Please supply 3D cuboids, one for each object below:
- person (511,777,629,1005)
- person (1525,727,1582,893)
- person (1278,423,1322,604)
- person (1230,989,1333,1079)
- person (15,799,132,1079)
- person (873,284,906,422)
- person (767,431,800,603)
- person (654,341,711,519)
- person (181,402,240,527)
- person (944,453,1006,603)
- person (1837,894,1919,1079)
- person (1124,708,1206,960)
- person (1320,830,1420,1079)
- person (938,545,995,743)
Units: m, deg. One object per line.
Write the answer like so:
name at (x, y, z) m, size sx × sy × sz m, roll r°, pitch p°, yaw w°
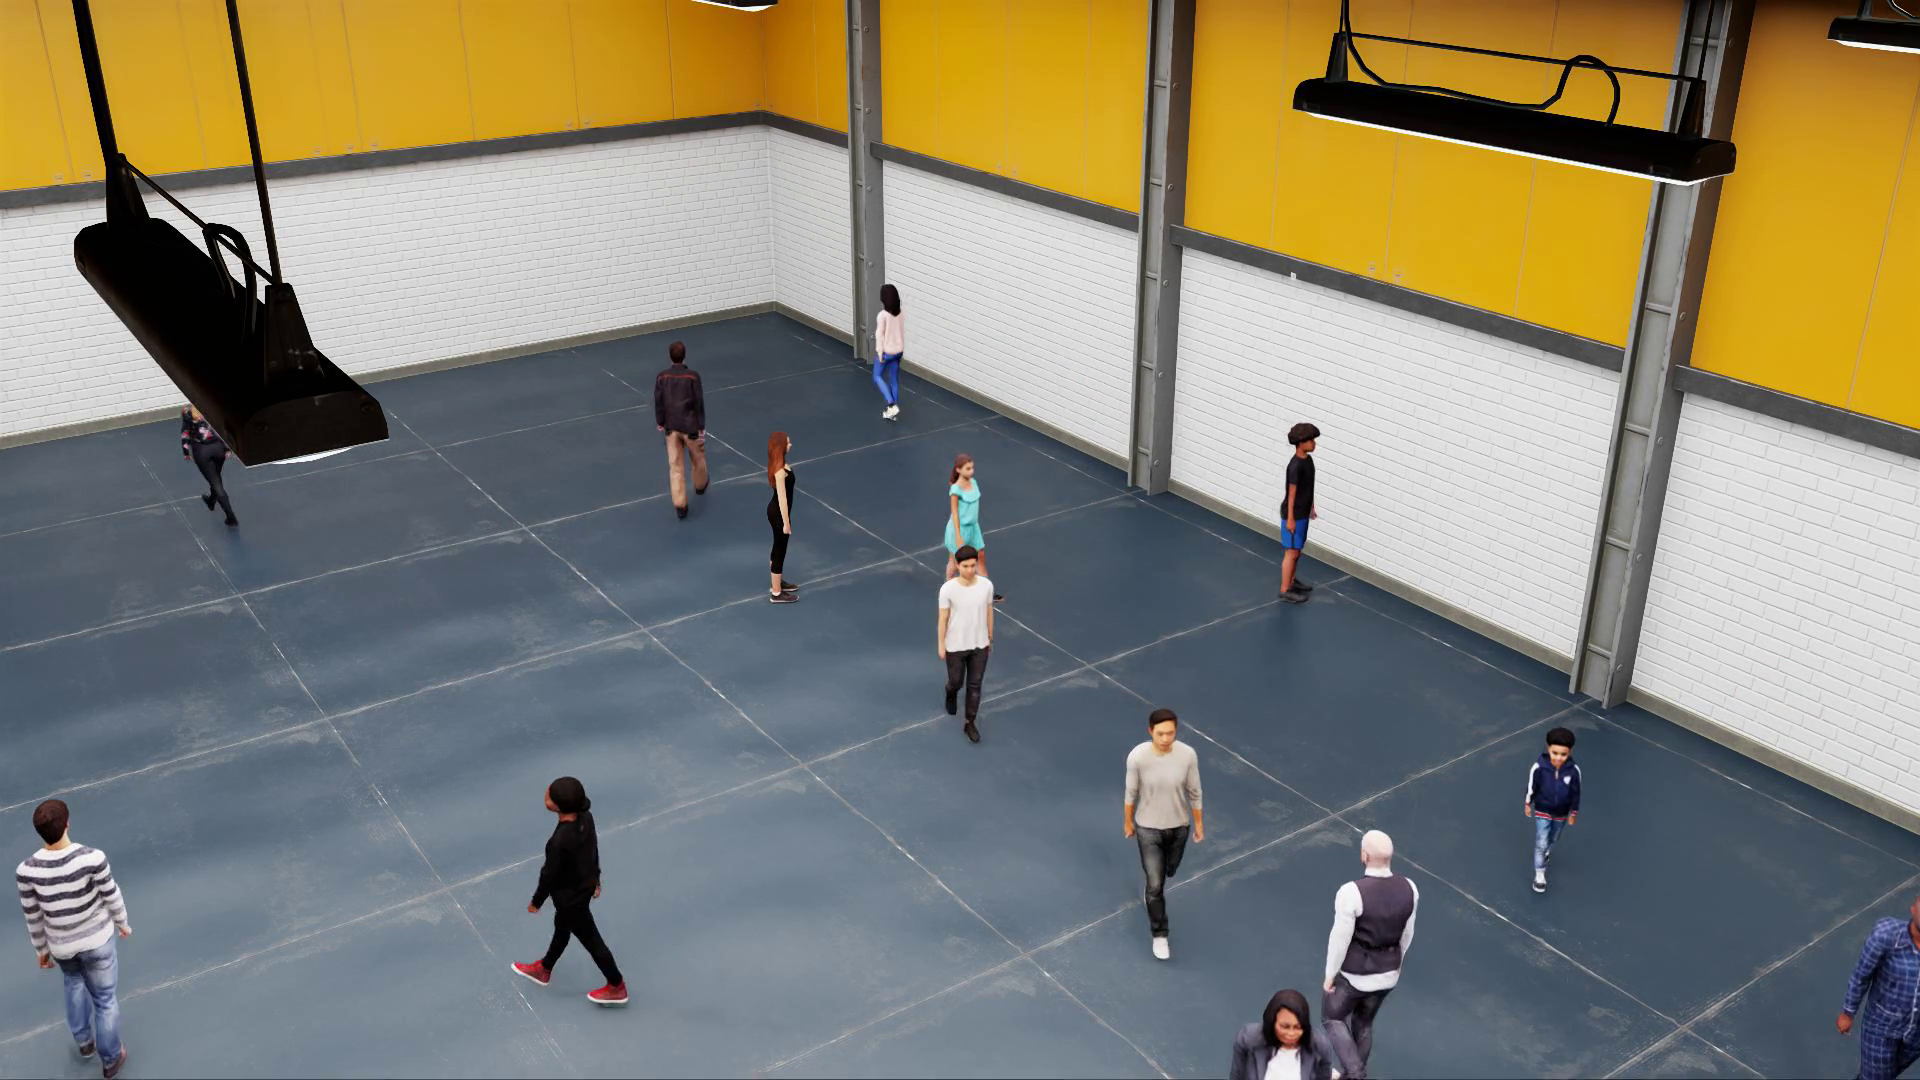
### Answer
person at (-2.359, 2.263, 10.519) m, size 1.093 × 1.629 × 1.028 m, roll 4°, pitch 24°, yaw 10°
person at (4.253, 1.881, 11.923) m, size 0.828 × 1.204 × 0.859 m, roll 6°, pitch 24°, yaw 14°
person at (3.237, -0.293, 16.161) m, size 0.765 × 1.793 × 0.742 m, roll 12°, pitch 26°, yaw 25°
person at (1.672, 3.025, 8.841) m, size 0.912 × 1.577 × 0.986 m, roll 0°, pitch 24°, yaw 1°
person at (-5.249, 2.429, 9.882) m, size 0.770 × 1.835 × 0.810 m, roll -5°, pitch 24°, yaw -11°
person at (-0.817, -2.321, 20.849) m, size 0.665 × 1.753 × 0.669 m, roll -19°, pitch 30°, yaw -36°
person at (-1.755, -0.242, 16.131) m, size 0.689 × 1.724 × 0.578 m, roll -5°, pitch 24°, yaw -10°
person at (-3.028, -1.161, 18.036) m, size 1.124 × 1.882 × 1.284 m, roll 0°, pitch 24°, yaw 0°
person at (-7.986, -0.915, 17.780) m, size 1.151 × 1.636 × 0.763 m, roll 20°, pitch 30°, yaw 37°
person at (-0.024, -0.121, 16.089) m, size 0.945 × 1.536 × 0.698 m, roll 18°, pitch 29°, yaw 35°
person at (5.243, 2.687, 9.354) m, size 1.128 × 1.786 × 1.189 m, roll 4°, pitch 24°, yaw 10°
person at (1.356, 1.869, 11.232) m, size 1.040 × 1.780 × 1.215 m, roll -4°, pitch 24°, yaw -8°
person at (2.381, 2.568, 9.608) m, size 0.879 × 1.798 × 0.957 m, roll -9°, pitch 25°, yaw -19°
person at (0.046, 0.804, 13.759) m, size 0.792 × 1.707 × 0.935 m, roll -6°, pitch 24°, yaw -14°
